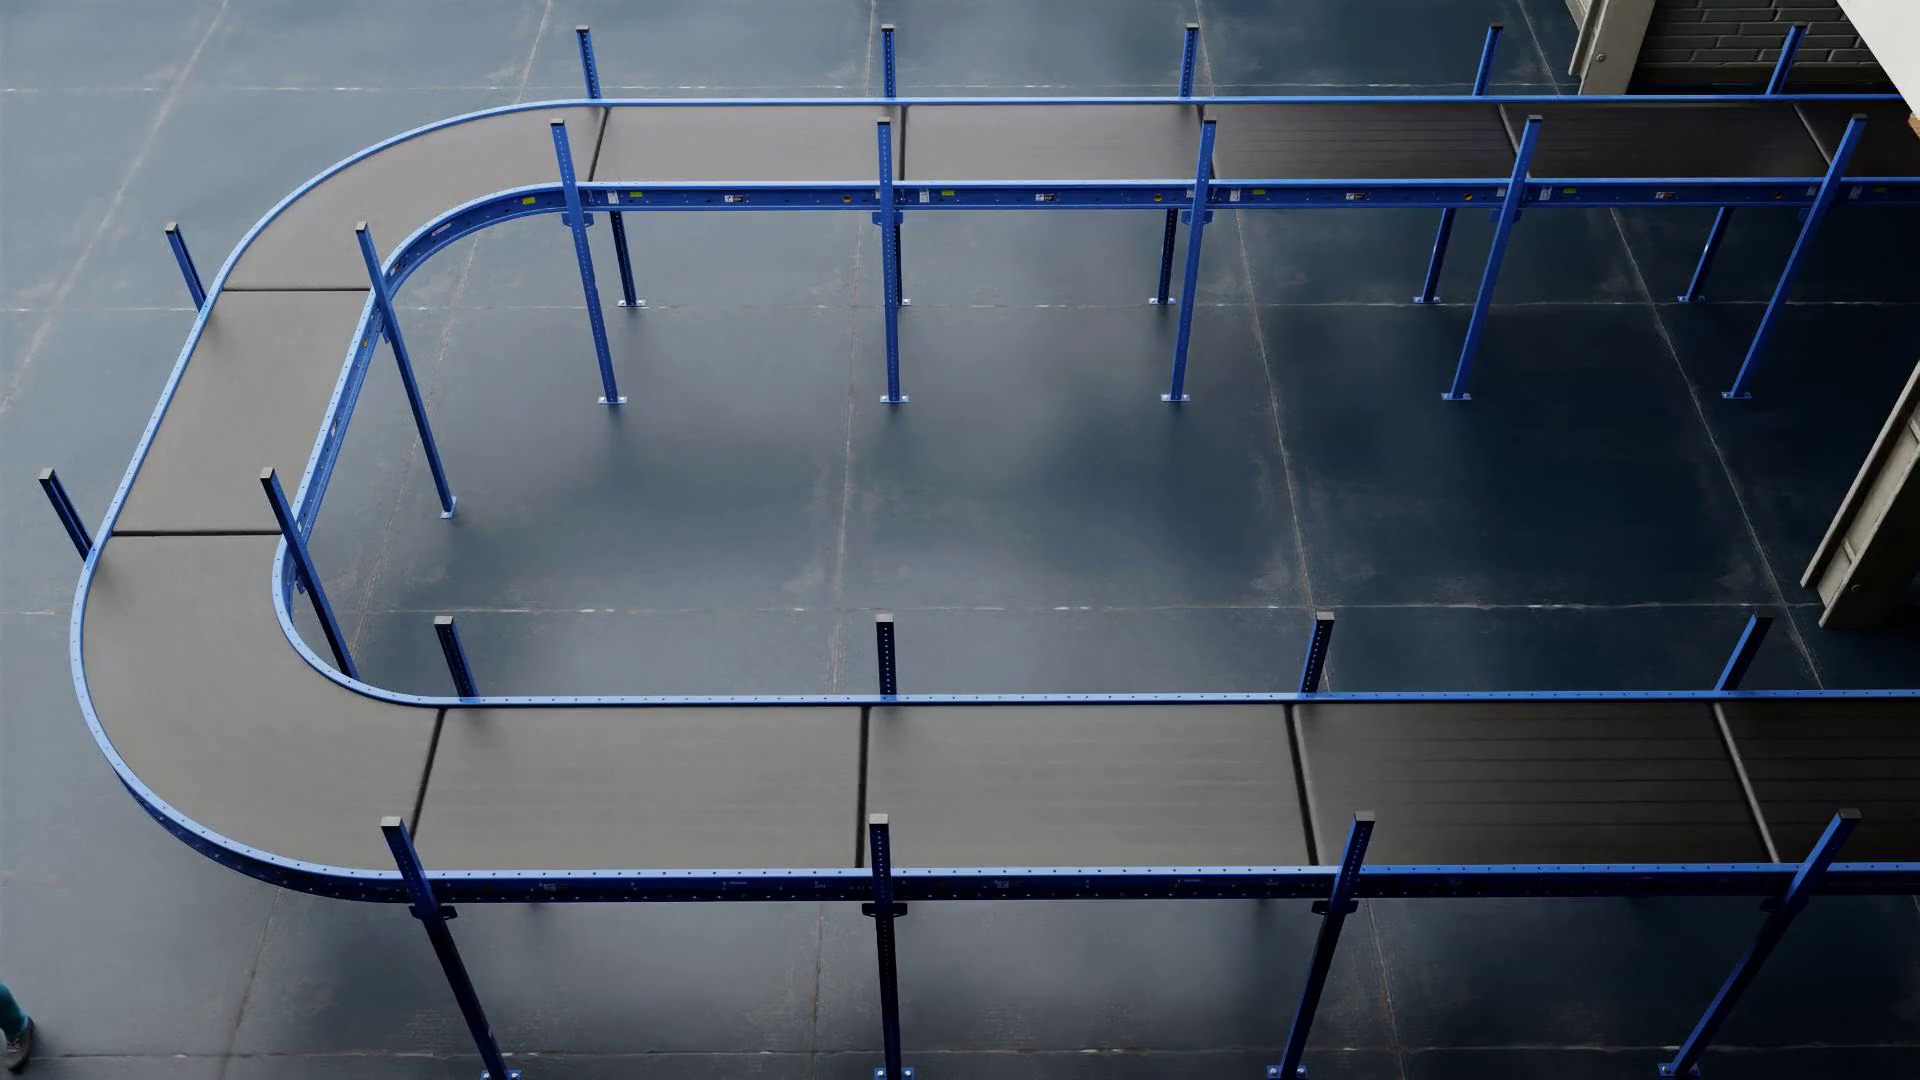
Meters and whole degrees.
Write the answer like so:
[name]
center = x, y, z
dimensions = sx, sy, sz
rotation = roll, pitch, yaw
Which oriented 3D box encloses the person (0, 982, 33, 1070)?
[person]
center = -4.948, 1.959, 8.188
dimensions = 0.566, 1.841, 0.381
rotation = 1, 47, 1
